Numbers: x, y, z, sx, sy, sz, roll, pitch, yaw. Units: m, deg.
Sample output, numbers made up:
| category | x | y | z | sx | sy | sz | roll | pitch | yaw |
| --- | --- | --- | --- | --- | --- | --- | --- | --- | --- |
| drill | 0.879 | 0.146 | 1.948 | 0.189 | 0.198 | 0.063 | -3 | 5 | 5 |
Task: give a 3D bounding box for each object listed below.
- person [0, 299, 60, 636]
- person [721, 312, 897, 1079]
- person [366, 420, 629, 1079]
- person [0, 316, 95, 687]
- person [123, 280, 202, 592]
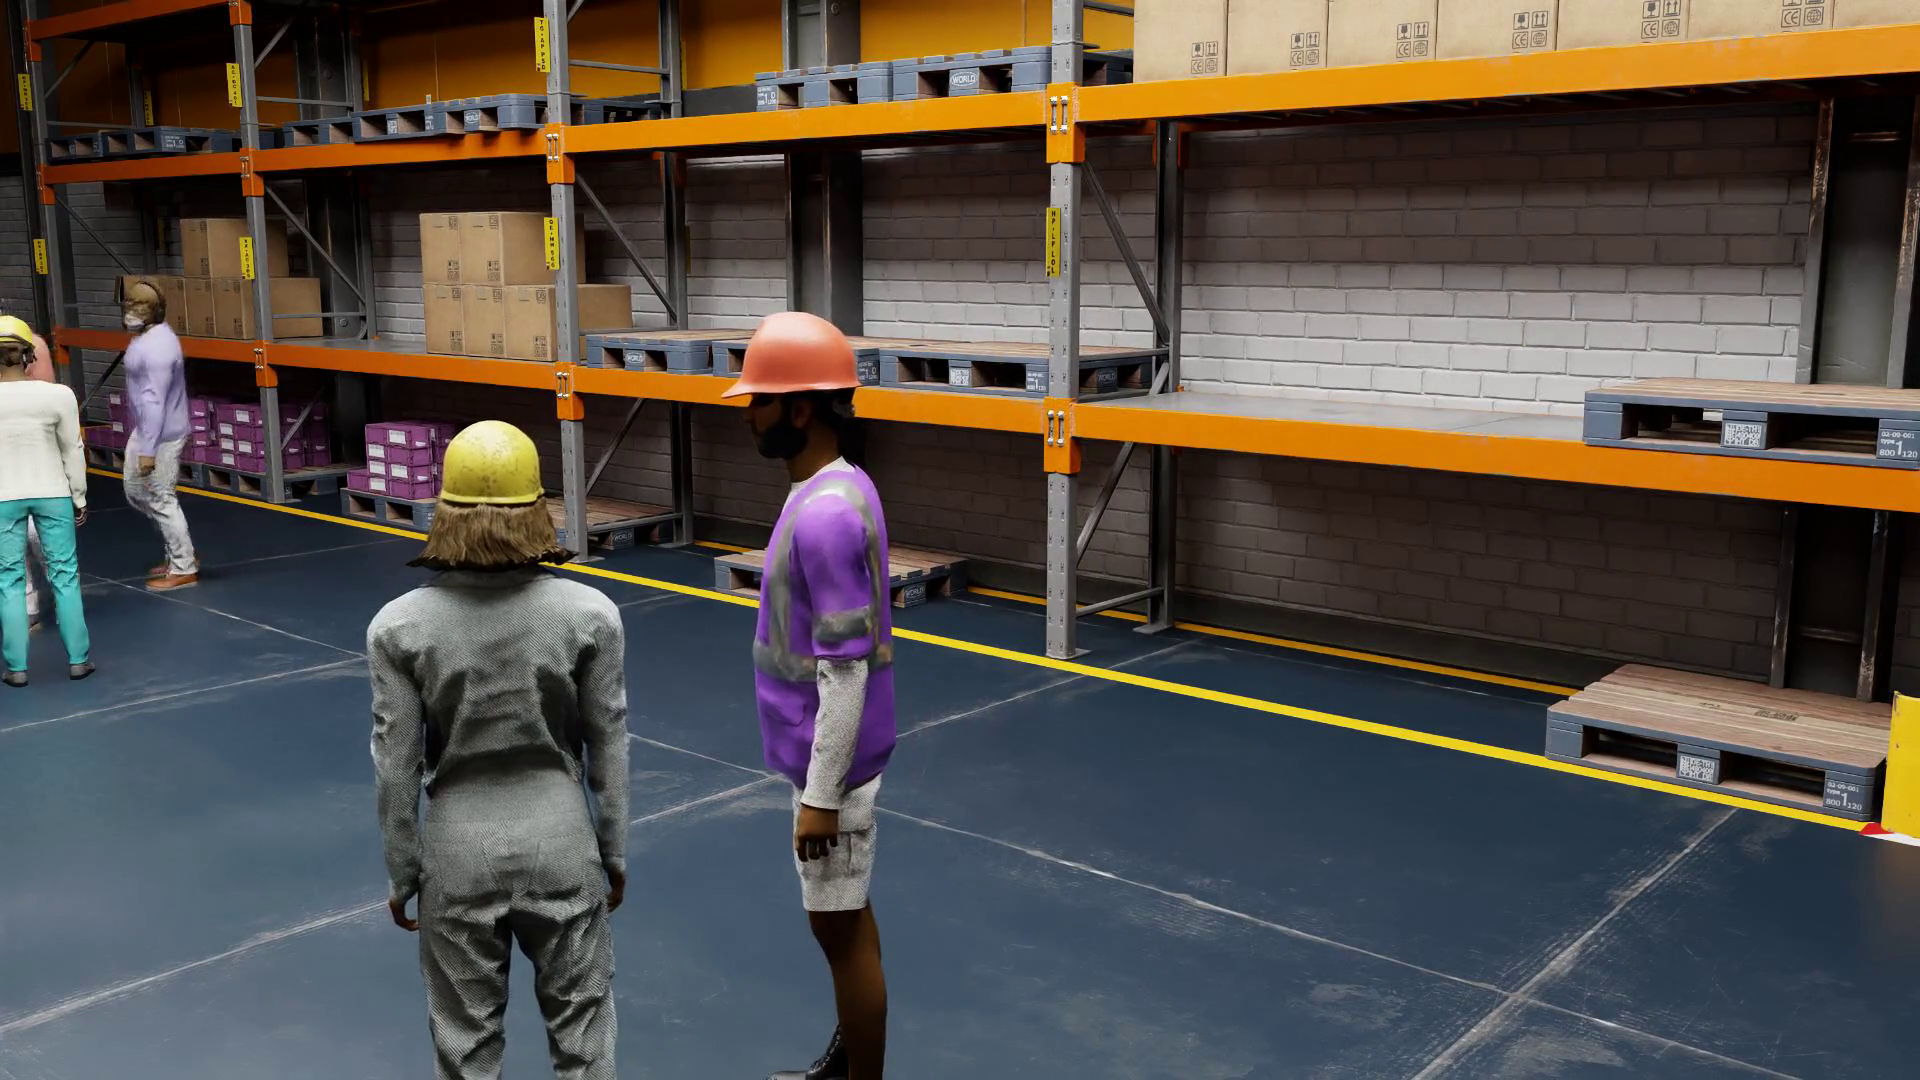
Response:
| category | x | y | z | sx | sy | sz | roll | pitch | yaw |
| --- | --- | --- | --- | --- | --- | --- | --- | --- | --- |
| person | -5.072 | -0.438 | 8.796 | 0.640 | 1.964 | 0.471 | -1 | 10 | -6 |
| person | -0.331 | 0.463 | 3.740 | 0.376 | 1.936 | 0.549 | -1 | 10 | -4 |
| person | -0.903 | 0.633 | 3.322 | 0.488 | 1.743 | 0.319 | -3 | 10 | -17 |
| person | -4.439 | -0.180 | 7.912 | 0.524 | 1.760 | 0.327 | -6 | 12 | -30 |
| person | -4.800 | -0.606 | 9.965 | 0.400 | 1.884 | 0.731 | -6 | 12 | -31 |
